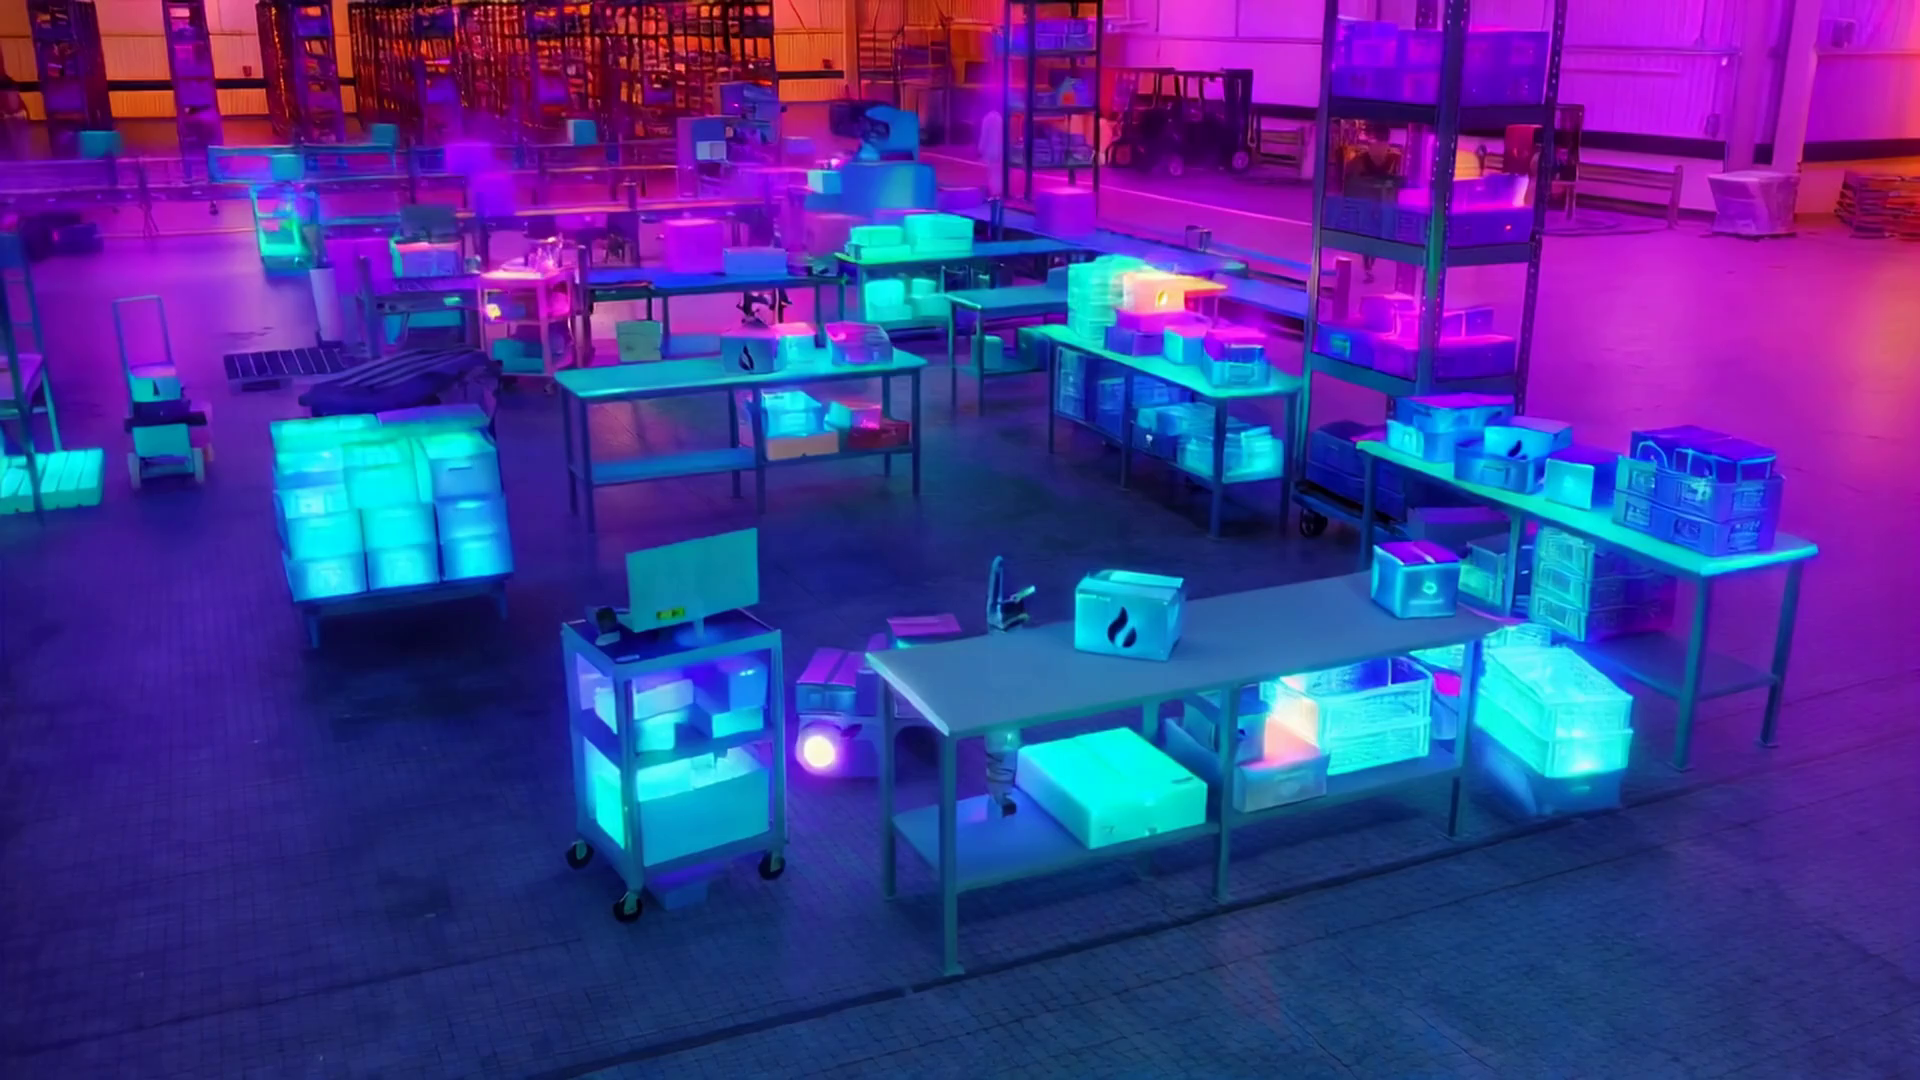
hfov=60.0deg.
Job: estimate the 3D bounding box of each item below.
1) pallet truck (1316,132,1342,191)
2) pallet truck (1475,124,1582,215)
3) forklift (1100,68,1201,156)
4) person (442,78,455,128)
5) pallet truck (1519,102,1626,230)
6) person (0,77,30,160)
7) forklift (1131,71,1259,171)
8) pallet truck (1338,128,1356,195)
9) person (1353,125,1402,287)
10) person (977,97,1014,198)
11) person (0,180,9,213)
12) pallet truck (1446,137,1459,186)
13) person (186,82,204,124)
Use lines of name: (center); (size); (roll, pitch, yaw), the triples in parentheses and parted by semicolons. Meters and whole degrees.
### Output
pallet truck: (7.723, -7.504, 32.656); (1.601, 1.201, 0.680); (-8, 19, -23)
pallet truck: (9.707, -6.455, 28.103); (1.885, 1.965, 0.823); (-7, 19, -20)
forklift: (4.082, -9.564, 37.410); (2.680, 1.987, 1.157); (-8, 19, -23)
person: (-13.626, -11.443, 44.094); (0.524, 1.832, 0.576); (-5, 18, -15)
pallet truck: (9.972, -6.037, 26.785); (1.885, 1.965, 0.823); (-9, 20, -25)
person: (-22.264, -9.907, 39.117); (0.625, 1.916, 0.848); (-13, 22, -35)
forklift: (4.998, -8.936, 35.413); (2.680, 1.987, 1.157); (-9, 20, -25)
pallet truck: (7.845, -7.140, 31.411); (1.522, 1.261, 0.704); (-9, 20, -25)
person: (5.323, -4.298, 21.314); (0.622, 2.003, 1.026); (3, 18, 9)
person: (0.648, -7.177, 30.570); (0.849, 1.883, 0.635); (11, 20, 30)
person: (-15.907, -6.009, 27.126); (0.773, 1.740, 0.526); (-12, 21, -33)
pallet truck: (9.184, -6.485, 29.328); (1.630, 1.274, 0.653); (-8, 19, -23)
person: (-19.569, -11.030, 42.834); (0.822, 1.809, 0.595); (-8, 19, -25)
